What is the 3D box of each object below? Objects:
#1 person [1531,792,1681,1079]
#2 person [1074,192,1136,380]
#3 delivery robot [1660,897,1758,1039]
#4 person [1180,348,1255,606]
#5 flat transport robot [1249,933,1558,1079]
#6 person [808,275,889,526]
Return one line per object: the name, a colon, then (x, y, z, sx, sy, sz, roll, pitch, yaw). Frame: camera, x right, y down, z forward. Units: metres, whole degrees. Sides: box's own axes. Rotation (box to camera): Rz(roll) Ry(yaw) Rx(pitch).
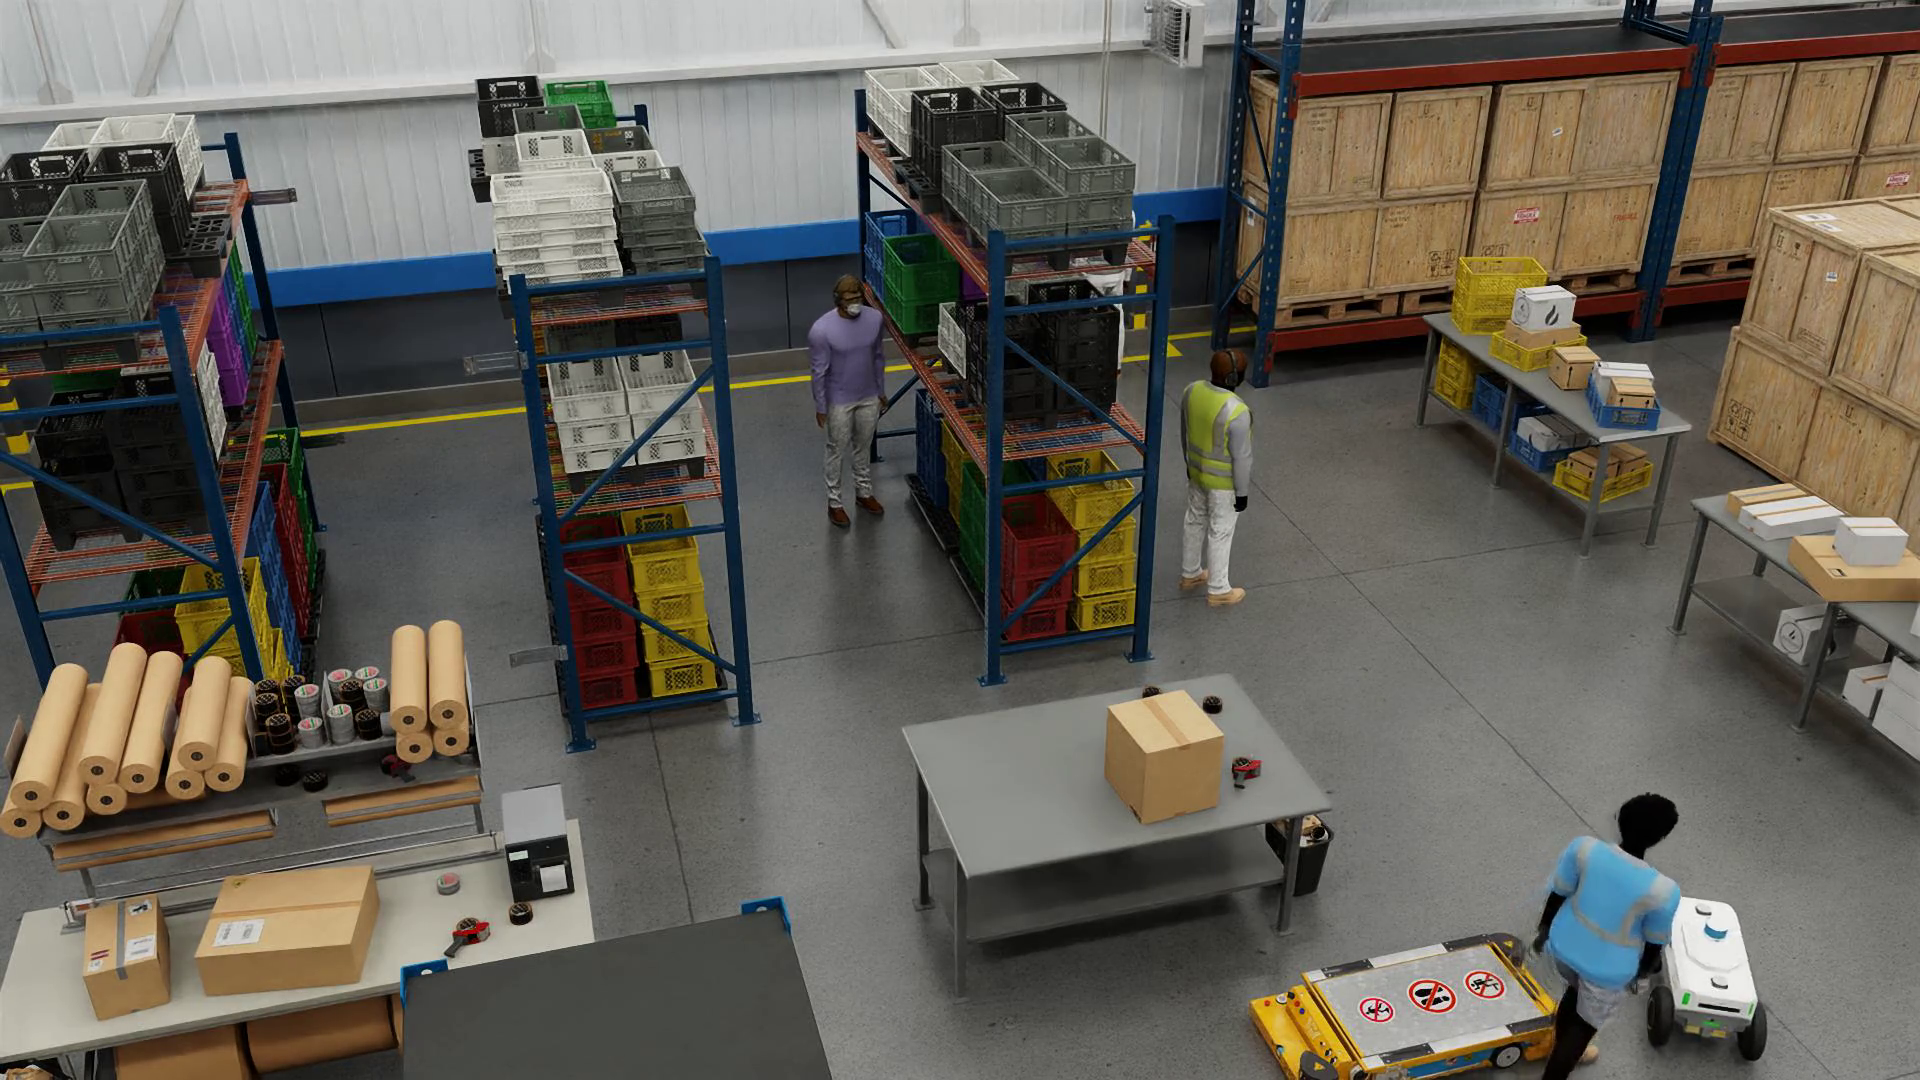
person: (2.748, 1.852, 7.328, 0.686, 1.655, 0.535, -17, 33, -28)
person: (1.257, -2.293, 14.643, 0.572, 1.883, 0.354, -11, 31, -19)
delivery robot: (3.610, 2.037, 8.040, 0.477, 0.478, 0.707, 7, 29, 12)
person: (1.759, -0.438, 11.311, 0.429, 1.842, 0.634, -16, 33, -27)
flat transport robot: (2.184, 2.282, 7.980, 1.431, 0.197, 0.652, -8, 30, -14)
person: (-0.807, -1.049, 12.323, 0.635, 1.937, 0.354, -19, 34, -31)
